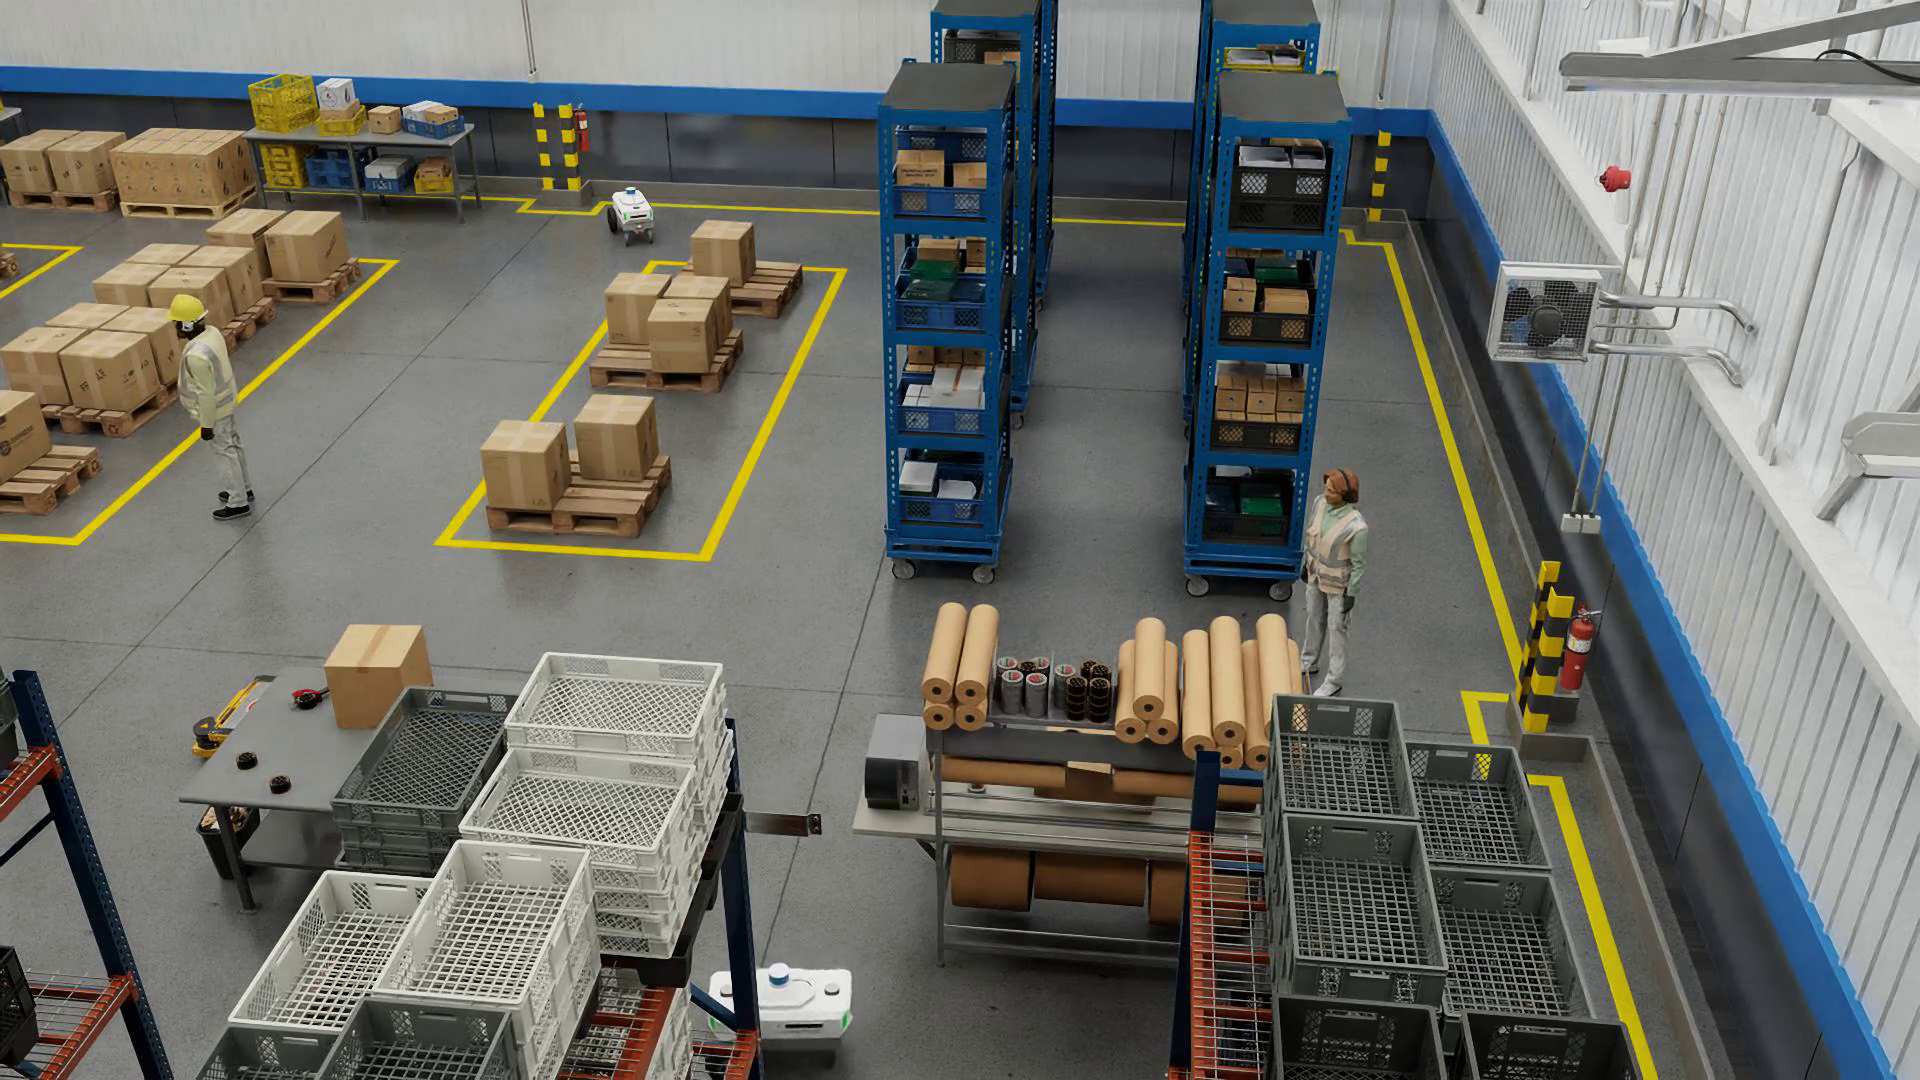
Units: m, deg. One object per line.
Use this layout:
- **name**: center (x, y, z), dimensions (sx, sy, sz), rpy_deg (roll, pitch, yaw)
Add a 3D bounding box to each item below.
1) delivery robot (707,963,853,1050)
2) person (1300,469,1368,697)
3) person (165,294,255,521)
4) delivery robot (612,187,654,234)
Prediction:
- **delivery robot**: center (-0.889, 2.321, 8.290), dimensions (0.707, 0.478, 0.477), rpy_deg (-1, 30, -1)
- **person**: center (2.408, 0.270, 10.830), dimensions (0.307, 1.639, 0.525), rpy_deg (-15, 33, -24)
- **person**: center (-5.802, -1.037, 12.886), dimensions (0.404, 1.832, 0.596), rpy_deg (-6, 31, -10)
- **delivery robot**: center (-3.668, -3.708, 18.645), dimensions (0.477, 0.478, 0.707), rpy_deg (-11, 32, -18)
